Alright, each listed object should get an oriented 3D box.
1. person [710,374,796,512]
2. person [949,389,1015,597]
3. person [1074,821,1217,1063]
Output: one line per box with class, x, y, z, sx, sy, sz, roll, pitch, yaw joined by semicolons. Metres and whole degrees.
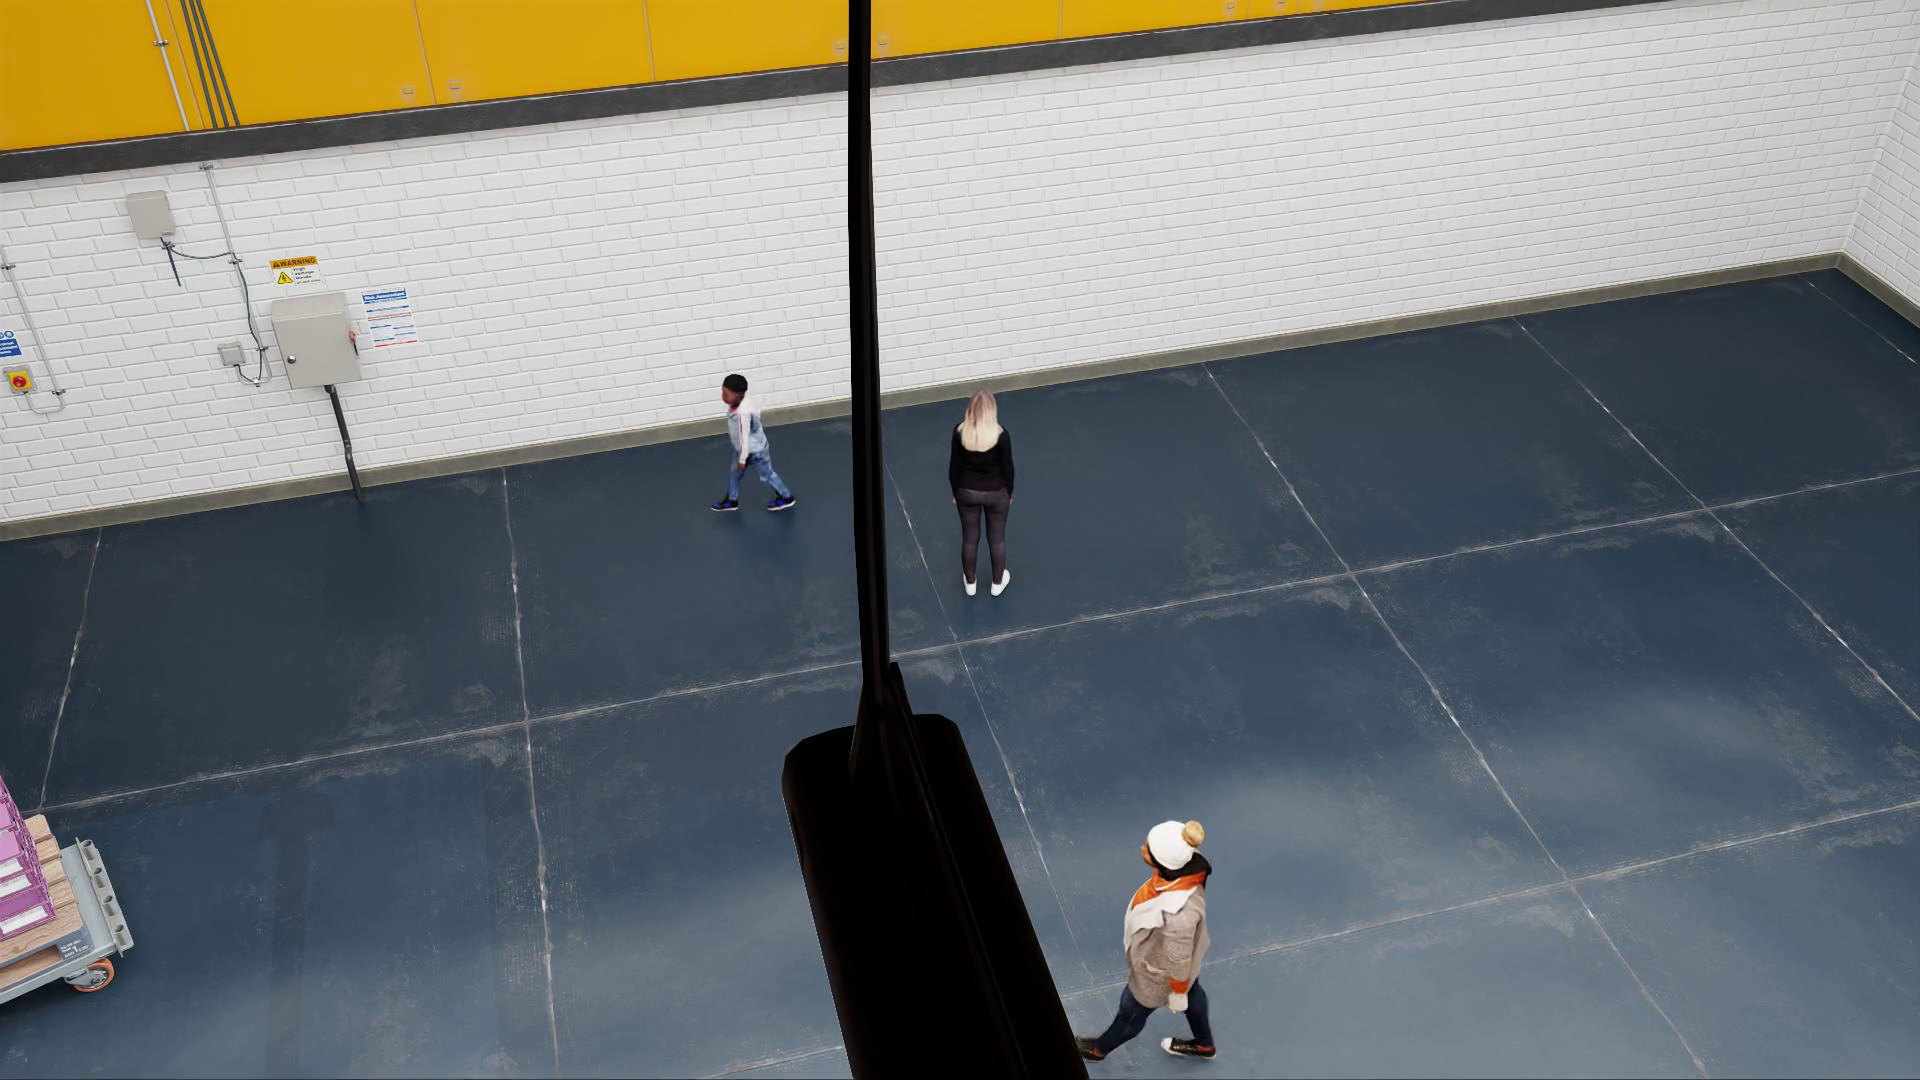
person;-1.517;-0.717;12.447;0.563;1.234;0.799;-9;39;-11
person;0.151;-0.313;11.579;0.682;1.686;0.675;6;39;7
person;1.160;2.091;8.432;1.076;1.856;1.155;6;39;8
